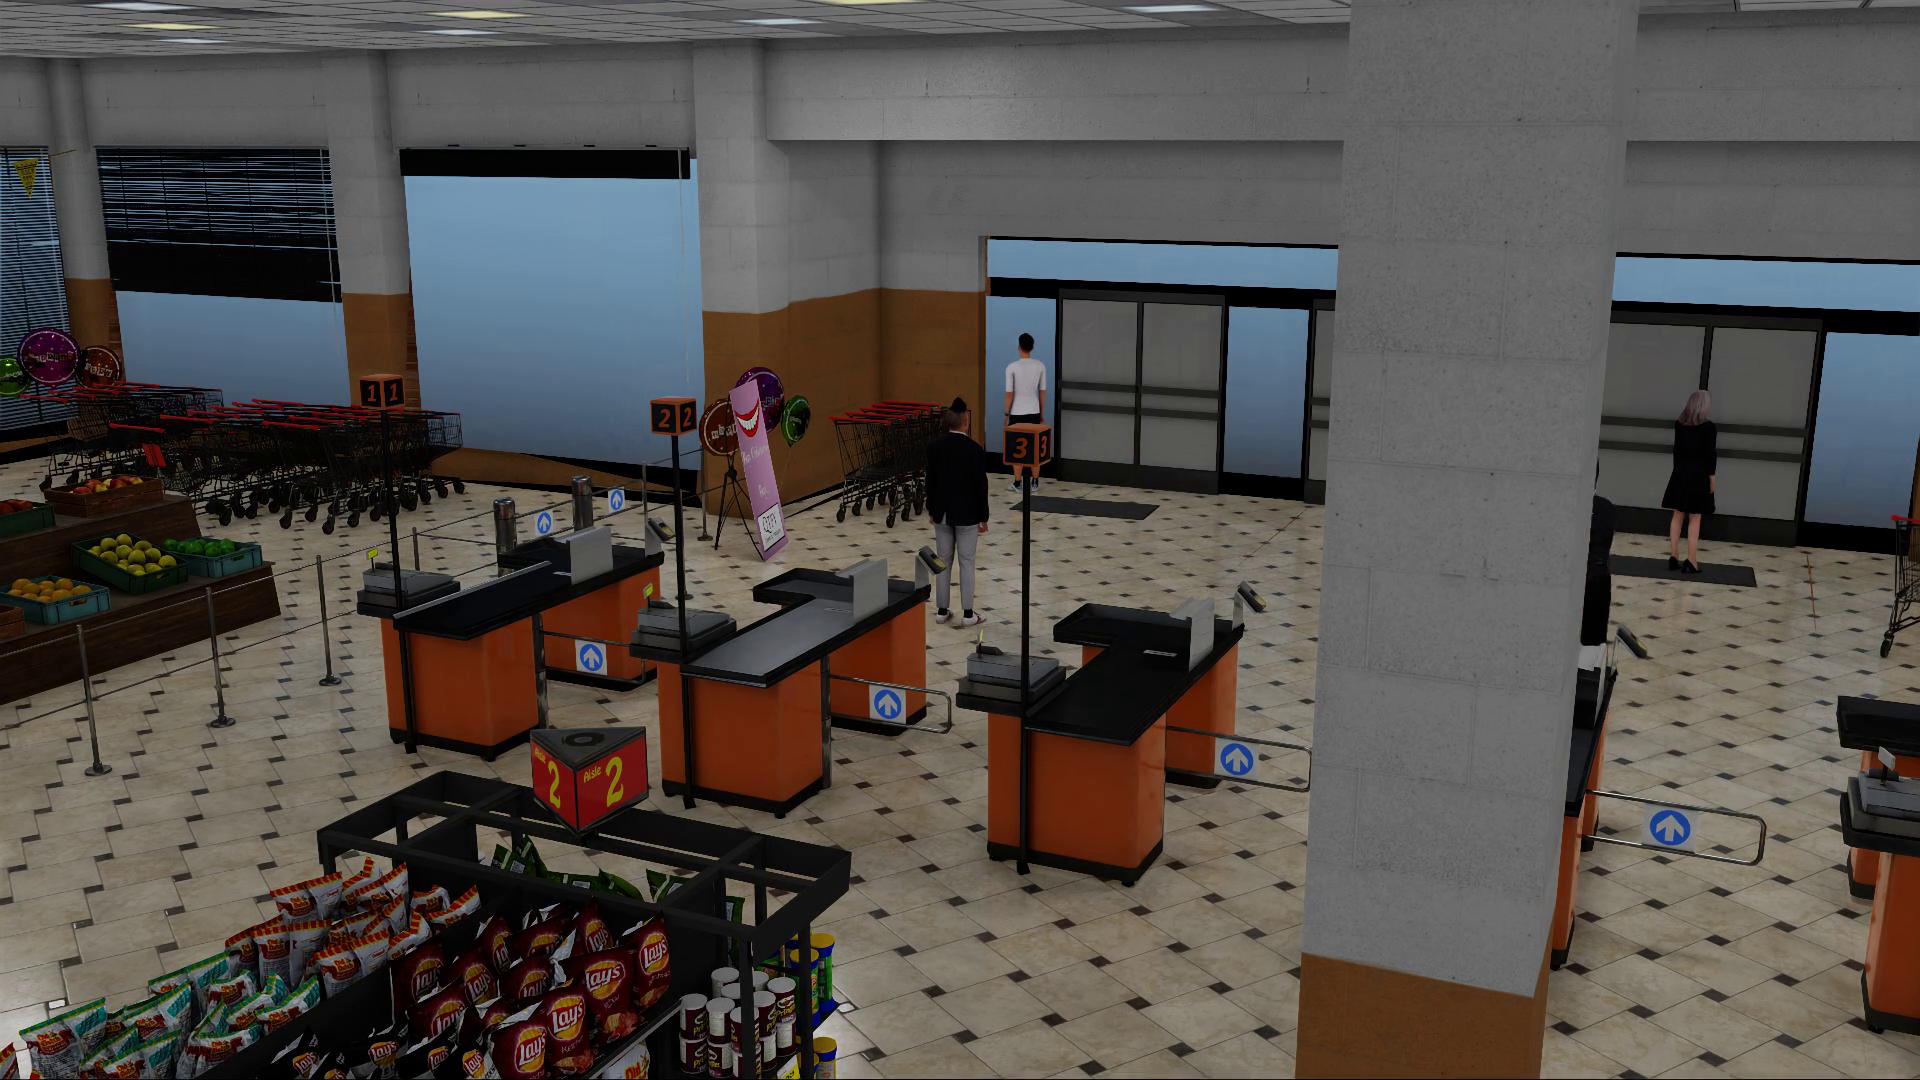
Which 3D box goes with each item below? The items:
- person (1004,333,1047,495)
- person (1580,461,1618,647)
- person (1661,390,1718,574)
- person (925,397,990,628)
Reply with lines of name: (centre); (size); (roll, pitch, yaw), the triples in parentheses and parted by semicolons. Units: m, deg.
person: (0.755, -1.471, 19.235); (0.740, 1.852, 0.803); (-5, 15, -20)
person: (4.354, 0.393, 11.465); (1.079, 1.893, 1.078); (-9, 16, -33)
person: (6.902, -0.553, 15.675); (0.728, 1.746, 0.702); (-9, 16, -32)
person: (-0.033, -0.250, 13.995); (0.700, 1.950, 0.552); (6, 15, 24)
